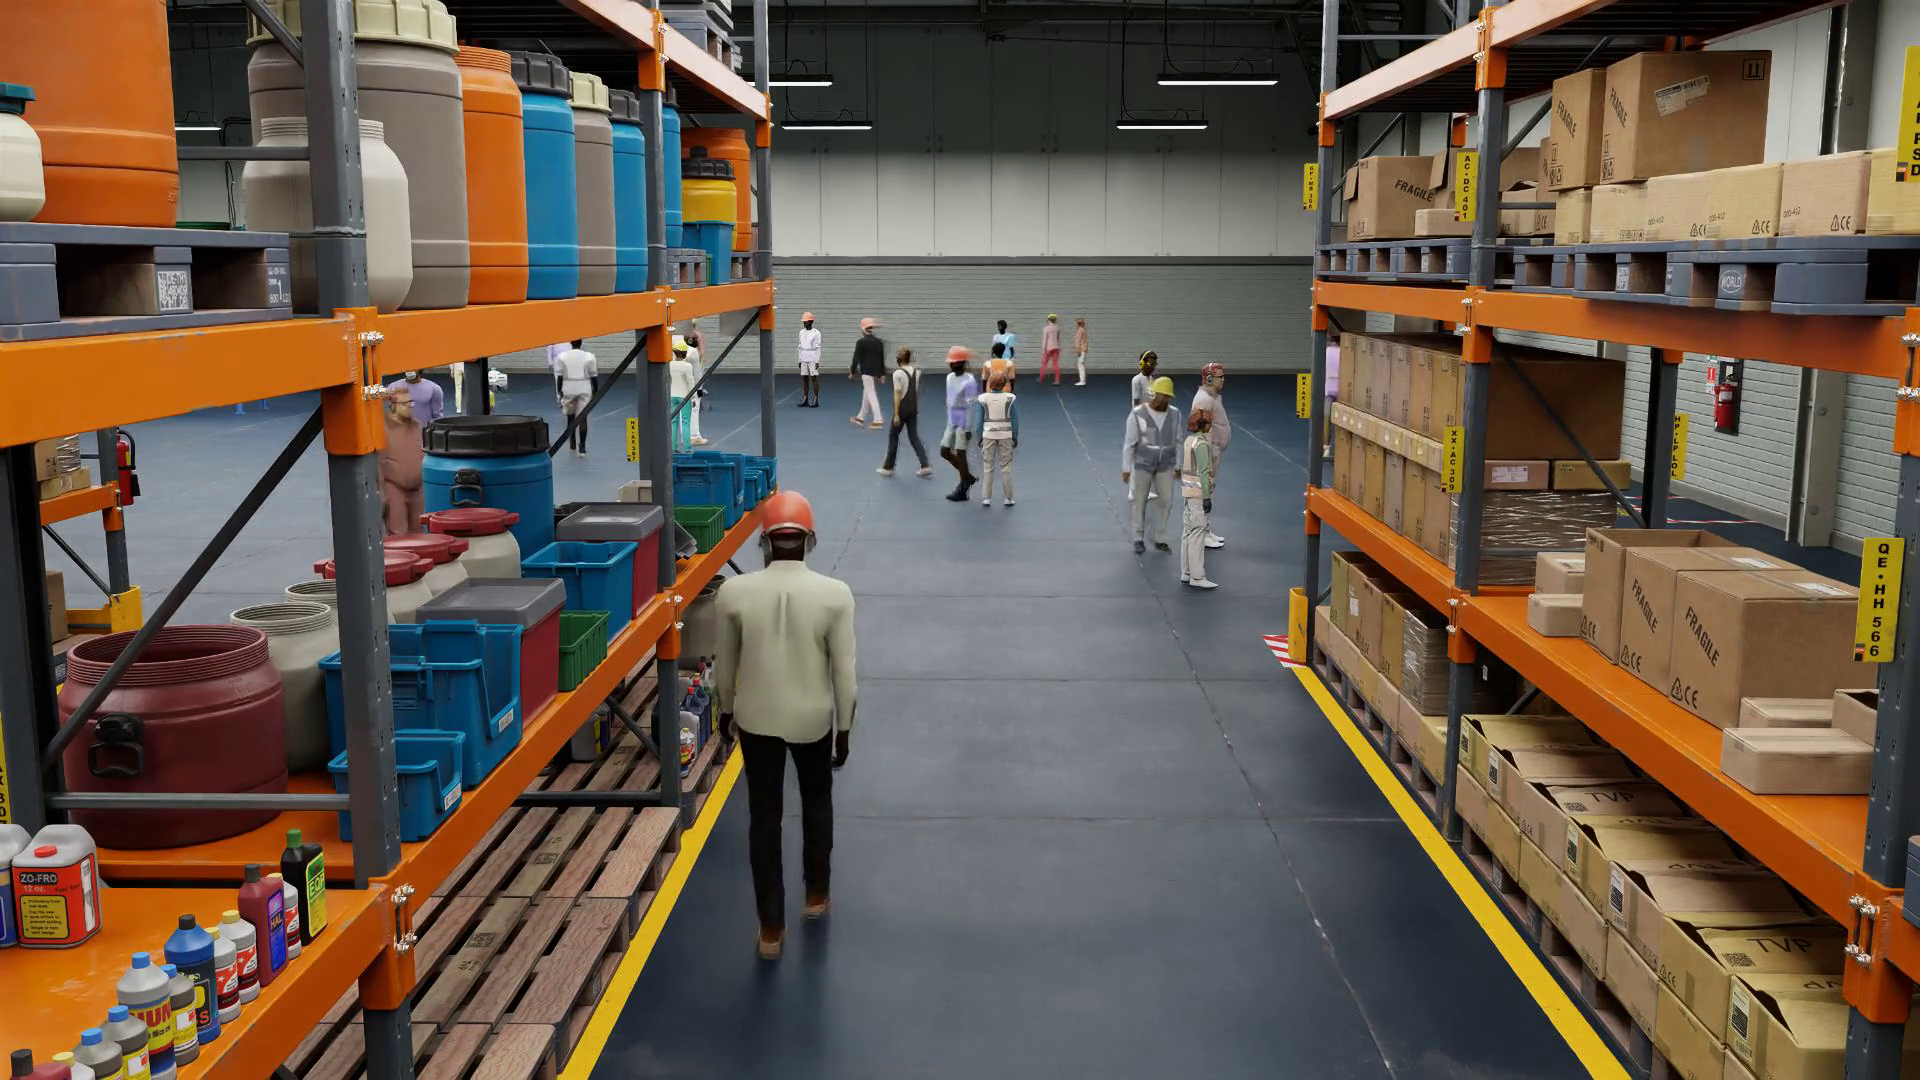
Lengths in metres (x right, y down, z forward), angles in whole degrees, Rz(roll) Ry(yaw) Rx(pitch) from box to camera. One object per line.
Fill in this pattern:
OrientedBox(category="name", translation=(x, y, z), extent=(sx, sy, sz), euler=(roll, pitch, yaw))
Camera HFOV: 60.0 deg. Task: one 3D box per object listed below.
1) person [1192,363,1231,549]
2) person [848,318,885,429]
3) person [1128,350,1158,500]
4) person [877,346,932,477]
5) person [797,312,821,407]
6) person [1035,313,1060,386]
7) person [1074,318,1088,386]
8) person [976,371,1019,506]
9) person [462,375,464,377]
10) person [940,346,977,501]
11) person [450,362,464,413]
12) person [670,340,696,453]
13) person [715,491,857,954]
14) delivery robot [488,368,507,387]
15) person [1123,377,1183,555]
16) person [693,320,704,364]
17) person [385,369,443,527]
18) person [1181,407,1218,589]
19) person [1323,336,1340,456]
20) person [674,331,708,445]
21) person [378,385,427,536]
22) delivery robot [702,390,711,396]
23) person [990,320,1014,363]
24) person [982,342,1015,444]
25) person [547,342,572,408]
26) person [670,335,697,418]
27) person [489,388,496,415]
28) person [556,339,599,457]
OrientedBox(category="person", translation=(2.622, -0.890, 17.378), extent=(0.409, 1.909, 0.641), euler=(2, 10, 11))
OrientedBox(category="person", translation=(-1.714, -2.986, 29.808), extent=(0.963, 1.945, 0.611), euler=(7, 12, 37))
OrientedBox(category="person", translation=(2.308, -1.432, 20.758), extent=(0.325, 1.863, 0.535), euler=(5, 11, 28))
OrientedBox(category="person", translation=(-0.758, -1.767, 22.939), extent=(0.784, 1.823, 0.533), euler=(8, 13, 41))
OrientedBox(category="person", translation=(-3.102, -3.698, 34.104), extent=(0.544, 1.939, 0.355), euler=(6, 11, 31))
OrientedBox(category="person", translation=(2.126, -4.584, 40.043), extent=(0.558, 1.721, 0.841), euler=(-6, 11, -33))
OrientedBox(category="person", translation=(2.910, -4.529, 40.009), extent=(0.328, 1.625, 0.526), euler=(1, 10, 5))
OrientedBox(category="person", translation=(0.454, -1.225, 20.182), extent=(0.514, 1.641, 0.308), euler=(1, 10, 5))
OrientedBox(category="person", translation=(-12.403, -5.014, 41.804), extent=(0.738, 2.000, 0.693), euler=(3, 10, 19))
OrientedBox(category="person", translation=(-0.014, -1.448, 20.672), extent=(0.441, 1.921, 0.576), euler=(-7, 12, -35))
OrientedBox(category="person", translation=(-9.766, -3.312, 32.690), extent=(0.504, 1.636, 0.279), euler=(-1, 10, -5))
OrientedBox(category="person", translation=(-4.259, -2.167, 25.450), extent=(0.525, 1.769, 0.312), euler=(5, 11, 30))
OrientedBox(category="person", translation=(-0.765, 0.759, 7.333), extent=(0.628, 1.963, 0.847), euler=(0, 9, -3))
OrientedBox(category="delivery robot", translation=(-10.689, -3.702, 38.097), extent=(0.707, 0.478, 0.477), euler=(8, 12, 43))
OrientedBox(category="person", translation=(1.977, -0.742, 16.826), extent=(0.654, 1.790, 0.742), euler=(-2, 10, -10))
OrientedBox(category="person", translation=(-5.941, -4.001, 36.498), extent=(0.553, 1.739, 0.744), euler=(-6, 11, -32))
OrientedBox(category="person", translation=(-6.061, -1.097, 18.523), extent=(0.629, 1.940, 0.373), euler=(-2, 10, -10))
OrientedBox(category="person", translation=(2.172, -0.389, 15.175), extent=(0.307, 1.641, 0.514), euler=(-1, 10, -9))
OrientedBox(category="person", translation=(5.691, -2.247, 25.226), extent=(0.635, 2.005, 0.937), euler=(3, 10, 18))
OrientedBox(category="person", translation=(-4.388, -2.487, 27.154), extent=(0.430, 1.840, 0.619), euler=(-8, 12, -40))
OrientedBox(category="person", translation=(-4.878, -0.407, 14.529), extent=(0.445, 1.893, 0.645), euler=(6, 11, 31))
OrientedBox(category="delivery robot", translation=(-5.251, -2.970, 32.948), extent=(0.335, 0.223, 0.698), euler=(6, 12, 34))
OrientedBox(category="person", translation=(0.895, -4.032, 36.895), extent=(0.552, 1.669, 0.706), euler=(6, 11, 33))
OrientedBox(category="person", translation=(0.625, -2.407, 27.228), extent=(0.547, 1.648, 0.867), euler=(0, 9, 0))
OrientedBox(category="person", translation=(-8.076, -3.633, 33.878), extent=(0.652, 1.891, 0.460), euler=(-3, 10, -15))
OrientedBox(category="person", translation=(-5.307, -3.288, 31.647), extent=(0.629, 1.940, 0.378), euler=(0, 9, 0))
OrientedBox(category="person", translation=(-4.455, -0.542, 15.607), extent=(0.603, 1.805, 0.784), euler=(-1, 10, -7))
OrientedBox(category="person", translation=(-5.871, -2.273, 25.595), extent=(0.624, 1.921, 0.947), euler=(-2, 10, -10))
